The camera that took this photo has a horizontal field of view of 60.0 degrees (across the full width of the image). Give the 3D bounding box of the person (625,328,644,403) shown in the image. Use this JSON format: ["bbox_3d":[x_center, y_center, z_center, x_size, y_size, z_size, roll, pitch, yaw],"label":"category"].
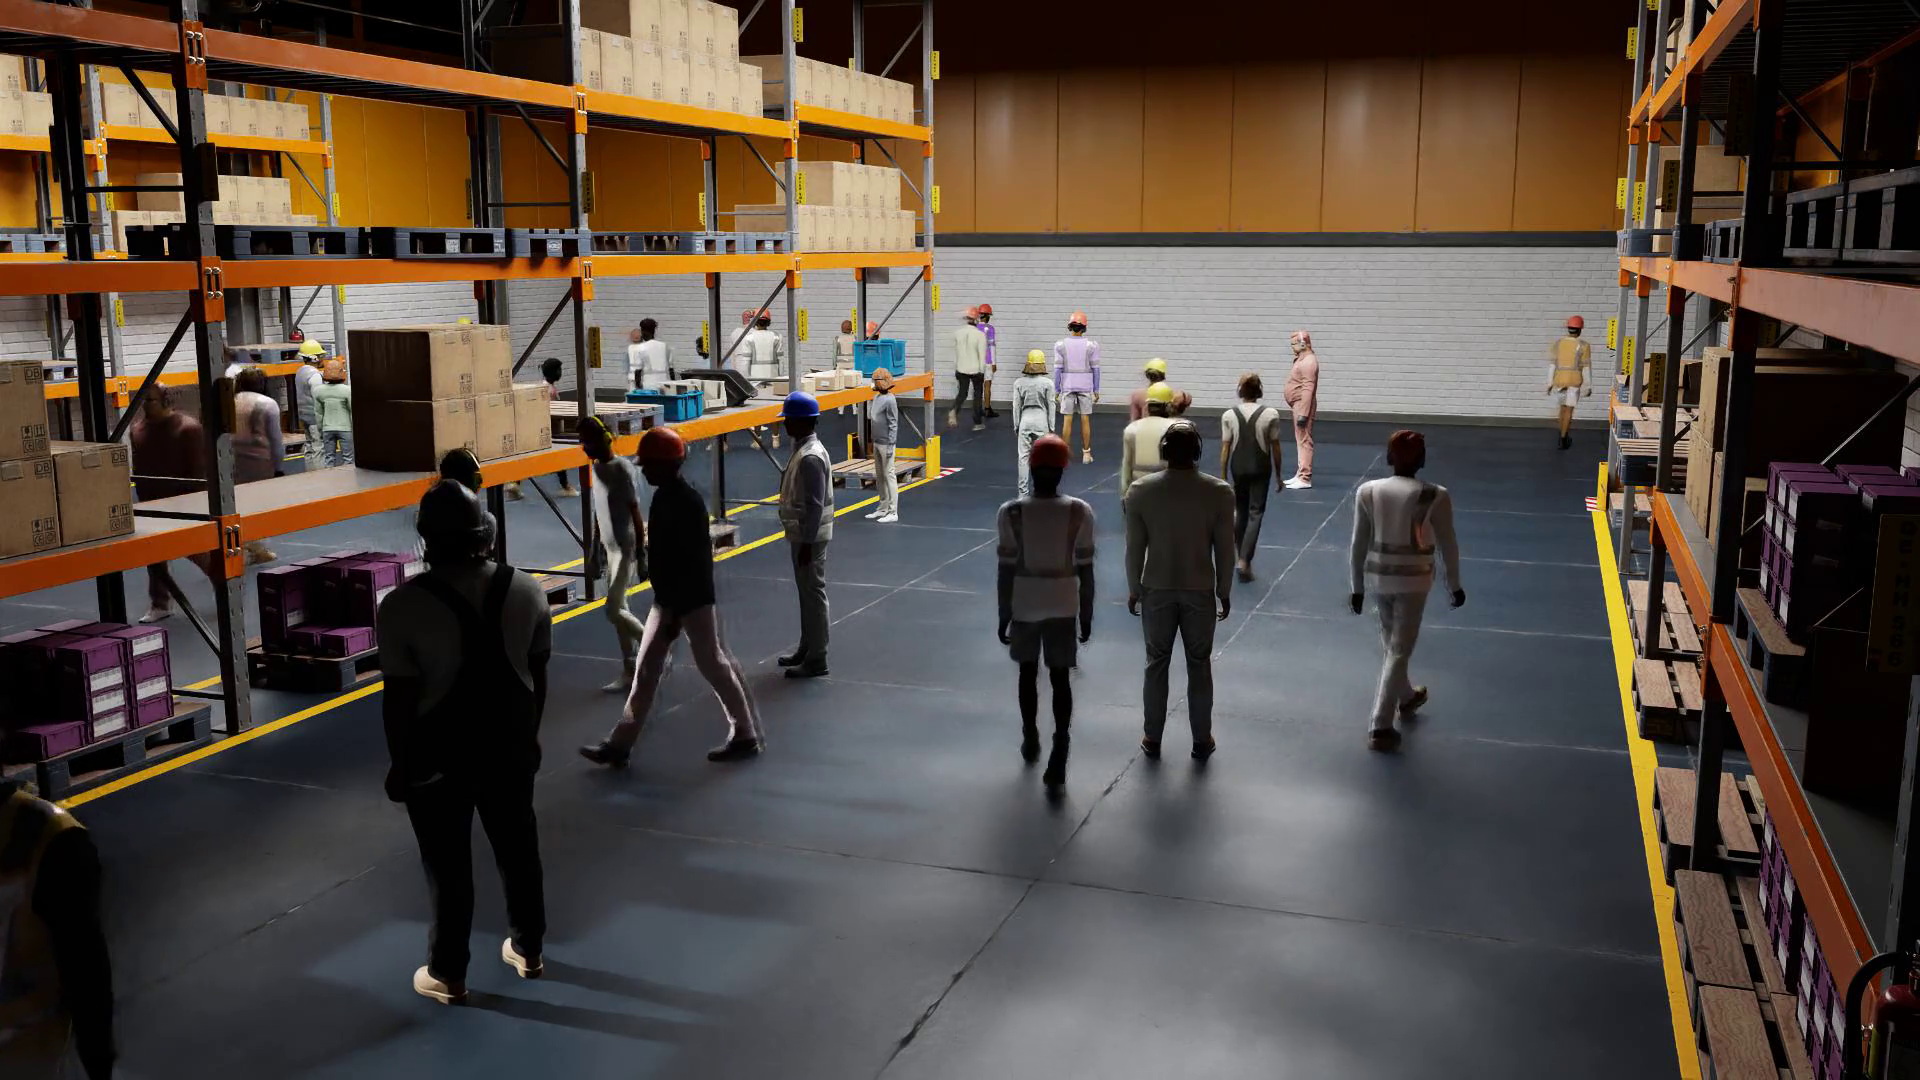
[{"bbox_3d":[-5.170,-2.567,26.492,0.515,1.616,0.670,6,12,32],"label":"person"}]

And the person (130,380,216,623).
[{"bbox_3d":[-6.185,-0.330,13.112,0.644,1.887,0.762,1,10,8],"label":"person"}]

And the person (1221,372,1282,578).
[{"bbox_3d":[2.561,-0.567,14.711,0.522,1.821,0.868,4,11,23],"label":"person"}]

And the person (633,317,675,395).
[{"bbox_3d":[-4.195,-2.131,23.172,0.613,1.930,0.848,-9,14,-42],"label":"person"}]

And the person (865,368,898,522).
[{"bbox_3d":[-0.820,-1.008,17.640,0.276,1.633,0.507,-5,11,-26],"label":"person"}]

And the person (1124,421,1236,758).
[{"bbox_3d":[1.247,0.289,9.482,0.630,1.940,0.372,2,10,9],"label":"person"}]

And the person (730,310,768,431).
[{"bbox_3d":[-3.314,-2.673,26.252,0.651,1.906,0.402,8,13,37],"label":"person"}]

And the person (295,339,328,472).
[{"bbox_3d":[-7.450,-1.401,19.283,0.404,1.837,0.590,-9,13,-40],"label":"person"}]

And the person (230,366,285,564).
[{"bbox_3d":[-6.420,-0.675,15.216,0.641,1.825,0.431,4,11,24],"label":"person"}]

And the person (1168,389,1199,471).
[{"bbox_3d":[1.925,-0.568,15.182,0.537,1.616,0.487,6,12,32],"label":"person"}]

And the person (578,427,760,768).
[{"bbox_3d":[-1.589,0.332,9.265,1.022,1.938,0.616,-6,12,-32],"label":"person"}]

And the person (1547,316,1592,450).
[{"bbox_3d":[8.831,-2.269,23.954,0.580,1.907,0.835,9,13,41],"label":"person"}]

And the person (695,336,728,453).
[{"bbox_3d":[-3.480,-2.025,23.285,0.499,1.654,0.559,-6,12,-29],"label":"person"}]

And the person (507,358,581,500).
[{"bbox_3d":[-4.813,-1.271,19.090,0.854,1.654,0.583,-4,11,-21],"label":"person"}]

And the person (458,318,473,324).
[{"bbox_3d":[-7.935,-2.712,26.894,0.338,1.759,0.524,-1,10,-8],"label":"person"}]

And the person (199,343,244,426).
[{"bbox_3d":[-8.414,-1.372,19.090,0.582,1.864,1.052,6,12,31],"label":"person"}]

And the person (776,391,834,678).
[{"bbox_3d":[-1.050,-0.044,11.330,0.384,1.948,0.605,-2,10,-12],"label":"person"}]

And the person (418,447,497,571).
[{"bbox_3d":[-2.653,0.414,9.067,0.501,1.831,0.835,3,10,14],"label":"person"}]

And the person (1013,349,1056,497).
[{"bbox_3d":[0.853,-1.296,18.953,0.494,1.743,0.305,3,11,17],"label":"person"}]

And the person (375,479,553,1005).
[{"bbox_3d":[-1.952,0.769,6.489,0.682,2.000,0.536,-9,13,-40],"label":"person"}]

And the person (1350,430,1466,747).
[{"bbox_3d":[2.668,0.263,9.918,0.595,1.830,0.990,8,13,39],"label":"person"}]

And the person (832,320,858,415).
[{"bbox_3d":[-1.935,-2.958,28.606,0.524,1.639,0.308,0,10,1],"label":"person"}]

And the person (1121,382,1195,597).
[{"bbox_3d":[1.657,-0.423,13.947,0.592,1.788,0.942,8,13,37],"label":"person"}]

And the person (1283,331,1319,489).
[{"bbox_3d":[4.100,-1.566,20.035,0.404,1.903,0.636,2,10,9],"label":"person"}]

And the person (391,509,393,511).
[{"bbox_3d":[-5.975,-1.125,18.072,0.937,1.703,0.536,-1,10,-6],"label":"person"}]

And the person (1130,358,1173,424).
[{"bbox_3d":[2.043,-1.033,17.471,0.523,1.752,0.410,7,12,35],"label":"person"}]

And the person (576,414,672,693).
[{"bbox_3d":[-2.234,0.094,10.845,0.465,1.837,0.569,-8,13,-36],"label":"person"}]

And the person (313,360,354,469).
[{"bbox_3d":[-7.018,-1.211,18.777,0.500,1.636,0.283,1,10,4],"label":"person"}]

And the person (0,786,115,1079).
[{"bbox_3d":[-2.545,1.288,4.293,0.639,1.787,0.991,1,10,6],"label":"person"}]

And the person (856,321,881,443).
[{"bbox_3d":[-1.145,-1.905,21.870,0.541,1.932,0.382,3,11,18],"label":"person"}]

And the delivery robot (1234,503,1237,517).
[{"bbox_3d":[2.462,-0.287,16.355,0.477,0.478,0.707,8,13,36],"label":"delivery robot"}]

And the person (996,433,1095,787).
[{"bbox_3d":[0.470,0.374,9.127,0.544,1.907,0.904,0,10,0],"label":"person"}]

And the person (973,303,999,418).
[{"bbox_3d":[0.416,-3.048,28.283,0.544,1.936,0.359,9,13,41],"label":"person"}]

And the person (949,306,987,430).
[{"bbox_3d":[0.131,-2.685,26.144,0.619,1.969,0.764,5,11,28],"label":"person"}]

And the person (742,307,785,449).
[{"bbox_3d":[-2.819,-2.316,23.855,0.608,2.044,0.371,-3,10,-16],"label":"person"}]

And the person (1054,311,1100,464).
[{"bbox_3d":[1.564,-2.035,22.274,0.615,2.043,0.373,1,10,6],"label":"person"}]
